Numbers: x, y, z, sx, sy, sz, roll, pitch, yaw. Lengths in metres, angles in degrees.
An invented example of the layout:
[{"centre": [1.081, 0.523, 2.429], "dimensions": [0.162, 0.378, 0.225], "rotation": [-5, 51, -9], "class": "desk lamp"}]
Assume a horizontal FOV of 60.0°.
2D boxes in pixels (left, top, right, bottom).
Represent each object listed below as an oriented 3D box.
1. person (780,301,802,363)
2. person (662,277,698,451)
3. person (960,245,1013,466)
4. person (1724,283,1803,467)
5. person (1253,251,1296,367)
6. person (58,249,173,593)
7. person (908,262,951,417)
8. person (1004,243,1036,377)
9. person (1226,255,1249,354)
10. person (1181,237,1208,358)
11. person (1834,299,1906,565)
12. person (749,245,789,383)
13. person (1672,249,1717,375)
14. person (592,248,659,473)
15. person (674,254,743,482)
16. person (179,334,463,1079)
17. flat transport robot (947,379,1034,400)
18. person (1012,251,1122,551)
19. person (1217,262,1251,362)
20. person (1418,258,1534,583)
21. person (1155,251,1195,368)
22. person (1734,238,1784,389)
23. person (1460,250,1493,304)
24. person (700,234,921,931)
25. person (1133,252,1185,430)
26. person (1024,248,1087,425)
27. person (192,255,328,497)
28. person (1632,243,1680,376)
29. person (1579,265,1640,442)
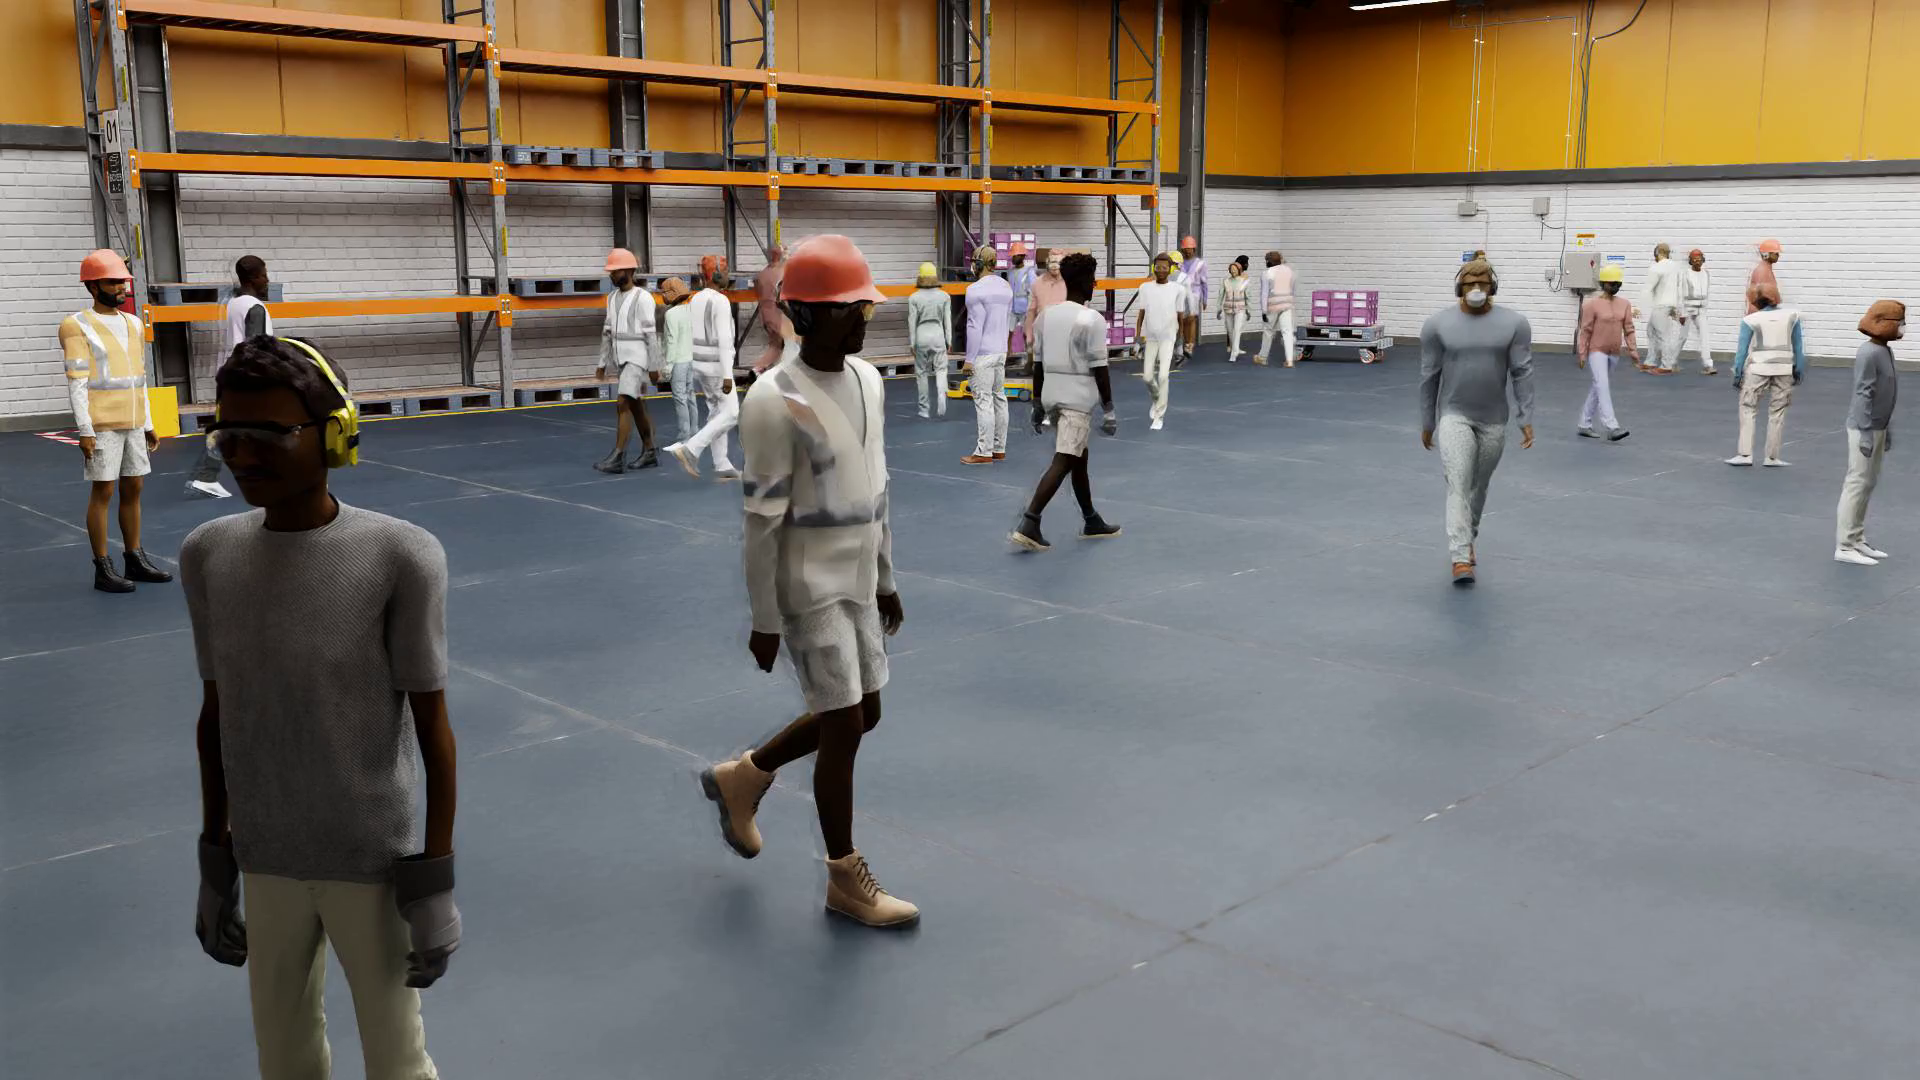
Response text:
[{"centre": [-1.689, -2.242, 18.236], "dimensions": [1.003, 1.865, 0.601], "rotation": [-2, 11, -9], "class": "person"}, {"centre": [-2.648, -1.651, 15.657], "dimensions": [0.283, 1.633, 0.498], "rotation": [3, 11, 14], "class": "person"}, {"centre": [0.224, -1.616, 14.634], "dimensions": [0.373, 1.940, 0.630], "rotation": [6, 12, 30], "class": "person"}, {"centre": [7.020, -1.424, 14.491], "dimensions": [0.606, 1.614, 0.346], "rotation": [2, 11, 9], "class": "person"}, {"centre": [4.880, -3.558, 25.684], "dimensions": [0.641, 1.778, 1.004], "rotation": [-3, 11, -14], "class": "person"}, {"centre": [-4.823, -0.679, 9.514], "dimensions": [0.348, 1.943, 0.543], "rotation": [3, 11, 17], "class": "person"}, {"centre": [-0.331, -2.199, 18.375], "dimensions": [0.495, 1.721, 0.651], "rotation": [-2, 11, -10], "class": "person"}, {"centre": [0.763, -3.260, 23.676], "dimensions": [0.570, 1.905, 0.874], "rotation": [10, 14, 42], "class": "person"}, {"centre": [4.757, -4.014, 28.410], "dimensions": [0.323, 1.690, 0.537], "rotation": [-2, 11, -9], "class": "person"}, {"centre": [3.768, -4.011, 27.547], "dimensions": [0.606, 1.985, 1.039], "rotation": [4, 11, 20], "class": "person"}, {"centre": [5.661, -0.672, 10.321], "dimensions": [0.281, 1.633, 0.501], "rotation": [9, 14, 41], "class": "person"}, {"centre": [-2.356, -2.803, 21.219], "dimensions": [0.557, 1.897, 0.651], "rotation": [-9, 13, -39], "class": "person"}, {"centre": [10.784, -3.362, 24.479], "dimensions": [0.615, 1.840, 0.971], "rotation": [-3, 11, -17], "class": "person"}, {"centre": [-2.914, -1.512, 14.167], "dimensions": [0.561, 1.903, 0.870], "rotation": [10, 15, 44], "class": "person"}, {"centre": [-2.033, -1.377, 13.521], "dimensions": [0.594, 1.870, 0.593], "rotation": [-7, 12, -33], "class": "person"}, {"centre": [-1.104, 0.576, 2.898], "dimensions": [0.517, 1.865, 0.314], "rotation": [2, 11, 12], "class": "person"}, {"centre": [0.616, -1.875, 20.596], "dimensions": [1.431, 0.197, 0.652], "rotation": [4, 11, 23], "class": "flat transport robot"}, {"centre": [0.689, -0.900, 10.787], "dimensions": [0.993, 1.928, 0.607], "rotation": [-8, 13, -36], "class": "person"}, {"centre": [4.437, -3.689, 26.858], "dimensions": [0.530, 1.606, 0.818], "rotation": [4, 11, 22], "class": "person"}, {"centre": [3.049, -0.717, 9.880], "dimensions": [0.644, 1.888, 1.022], "rotation": [2, 10, 8], "class": "person"}, {"centre": [3.219, -3.472, 25.212], "dimensions": [0.595, 1.787, 0.986], "rotation": [8, 13, 38], "class": "person"}, {"centre": [10.570, -2.970, 21.897], "dimensions": [0.467, 1.976, 0.624], "rotation": [8, 13, 38], "class": "person"}, {"centre": [8.118, -3.650, 26.132], "dimensions": [0.524, 1.799, 0.951], "rotation": [-4, 11, -21], "class": "person"}, {"centre": [-0.468, 0.120, 4.926], "dimensions": [0.742, 2.028, 0.610], "rotation": [5, 12, 27], "class": "person"}, {"centre": [2.105, -2.100, 17.510], "dimensions": [0.528, 1.852, 0.640], "rotation": [3, 11, 18], "class": "person"}, {"centre": [1.007, -2.146, 17.673], "dimensions": [0.660, 1.888, 0.436], "rotation": [7, 12, 32], "class": "person"}, {"centre": [-5.526, -1.263, 12.898], "dimensions": [0.976, 1.879, 0.605], "rotation": [-9, 13, -39], "class": "person"}, {"centre": [10.095, -3.346, 24.155], "dimensions": [0.660, 1.904, 0.750], "rotation": [-10, 14, -44], "class": "person"}, {"centre": [6.397, -1.825, 16.352], "dimensions": [0.540, 1.720, 0.894], "rotation": [-3, 11, -17], "class": "person"}]
